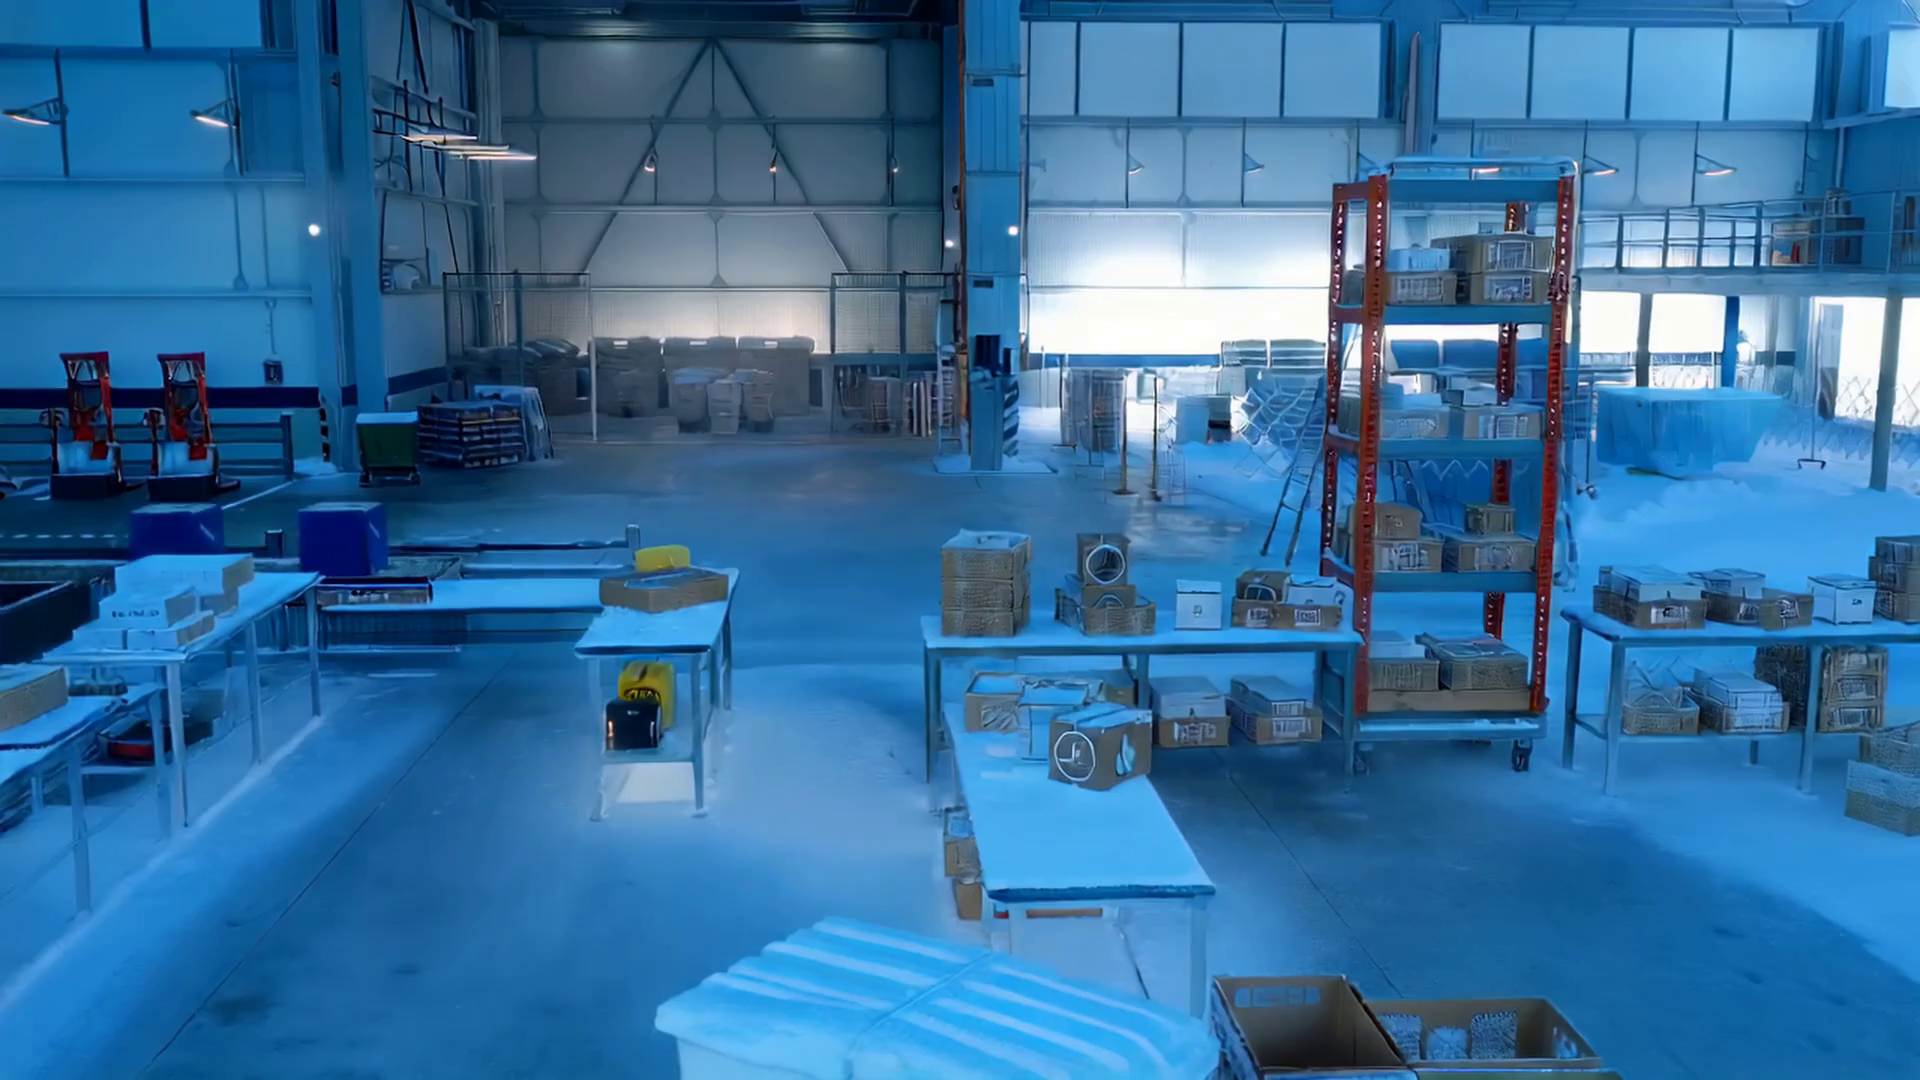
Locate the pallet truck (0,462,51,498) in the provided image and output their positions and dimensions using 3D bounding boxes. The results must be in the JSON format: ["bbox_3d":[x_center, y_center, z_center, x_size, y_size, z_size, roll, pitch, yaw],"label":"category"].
[{"bbox_3d":[-13.193,-1.293,23.148,0.653,1.274,1.630,-1,9,-4],"label":"pallet truck"}]

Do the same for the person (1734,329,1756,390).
[{"bbox_3d":[16.662,-3.550,35.504,0.576,1.882,0.362,0,9,2],"label":"person"}]

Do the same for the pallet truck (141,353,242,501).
[{"bbox_3d":[-10.520,-1.604,22.925,0.823,1.965,1.885,-1,9,-6],"label":"pallet truck"}]

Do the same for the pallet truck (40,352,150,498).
[{"bbox_3d":[-11.907,-1.642,23.165,0.823,1.965,1.885,0,9,0],"label":"pallet truck"}]
